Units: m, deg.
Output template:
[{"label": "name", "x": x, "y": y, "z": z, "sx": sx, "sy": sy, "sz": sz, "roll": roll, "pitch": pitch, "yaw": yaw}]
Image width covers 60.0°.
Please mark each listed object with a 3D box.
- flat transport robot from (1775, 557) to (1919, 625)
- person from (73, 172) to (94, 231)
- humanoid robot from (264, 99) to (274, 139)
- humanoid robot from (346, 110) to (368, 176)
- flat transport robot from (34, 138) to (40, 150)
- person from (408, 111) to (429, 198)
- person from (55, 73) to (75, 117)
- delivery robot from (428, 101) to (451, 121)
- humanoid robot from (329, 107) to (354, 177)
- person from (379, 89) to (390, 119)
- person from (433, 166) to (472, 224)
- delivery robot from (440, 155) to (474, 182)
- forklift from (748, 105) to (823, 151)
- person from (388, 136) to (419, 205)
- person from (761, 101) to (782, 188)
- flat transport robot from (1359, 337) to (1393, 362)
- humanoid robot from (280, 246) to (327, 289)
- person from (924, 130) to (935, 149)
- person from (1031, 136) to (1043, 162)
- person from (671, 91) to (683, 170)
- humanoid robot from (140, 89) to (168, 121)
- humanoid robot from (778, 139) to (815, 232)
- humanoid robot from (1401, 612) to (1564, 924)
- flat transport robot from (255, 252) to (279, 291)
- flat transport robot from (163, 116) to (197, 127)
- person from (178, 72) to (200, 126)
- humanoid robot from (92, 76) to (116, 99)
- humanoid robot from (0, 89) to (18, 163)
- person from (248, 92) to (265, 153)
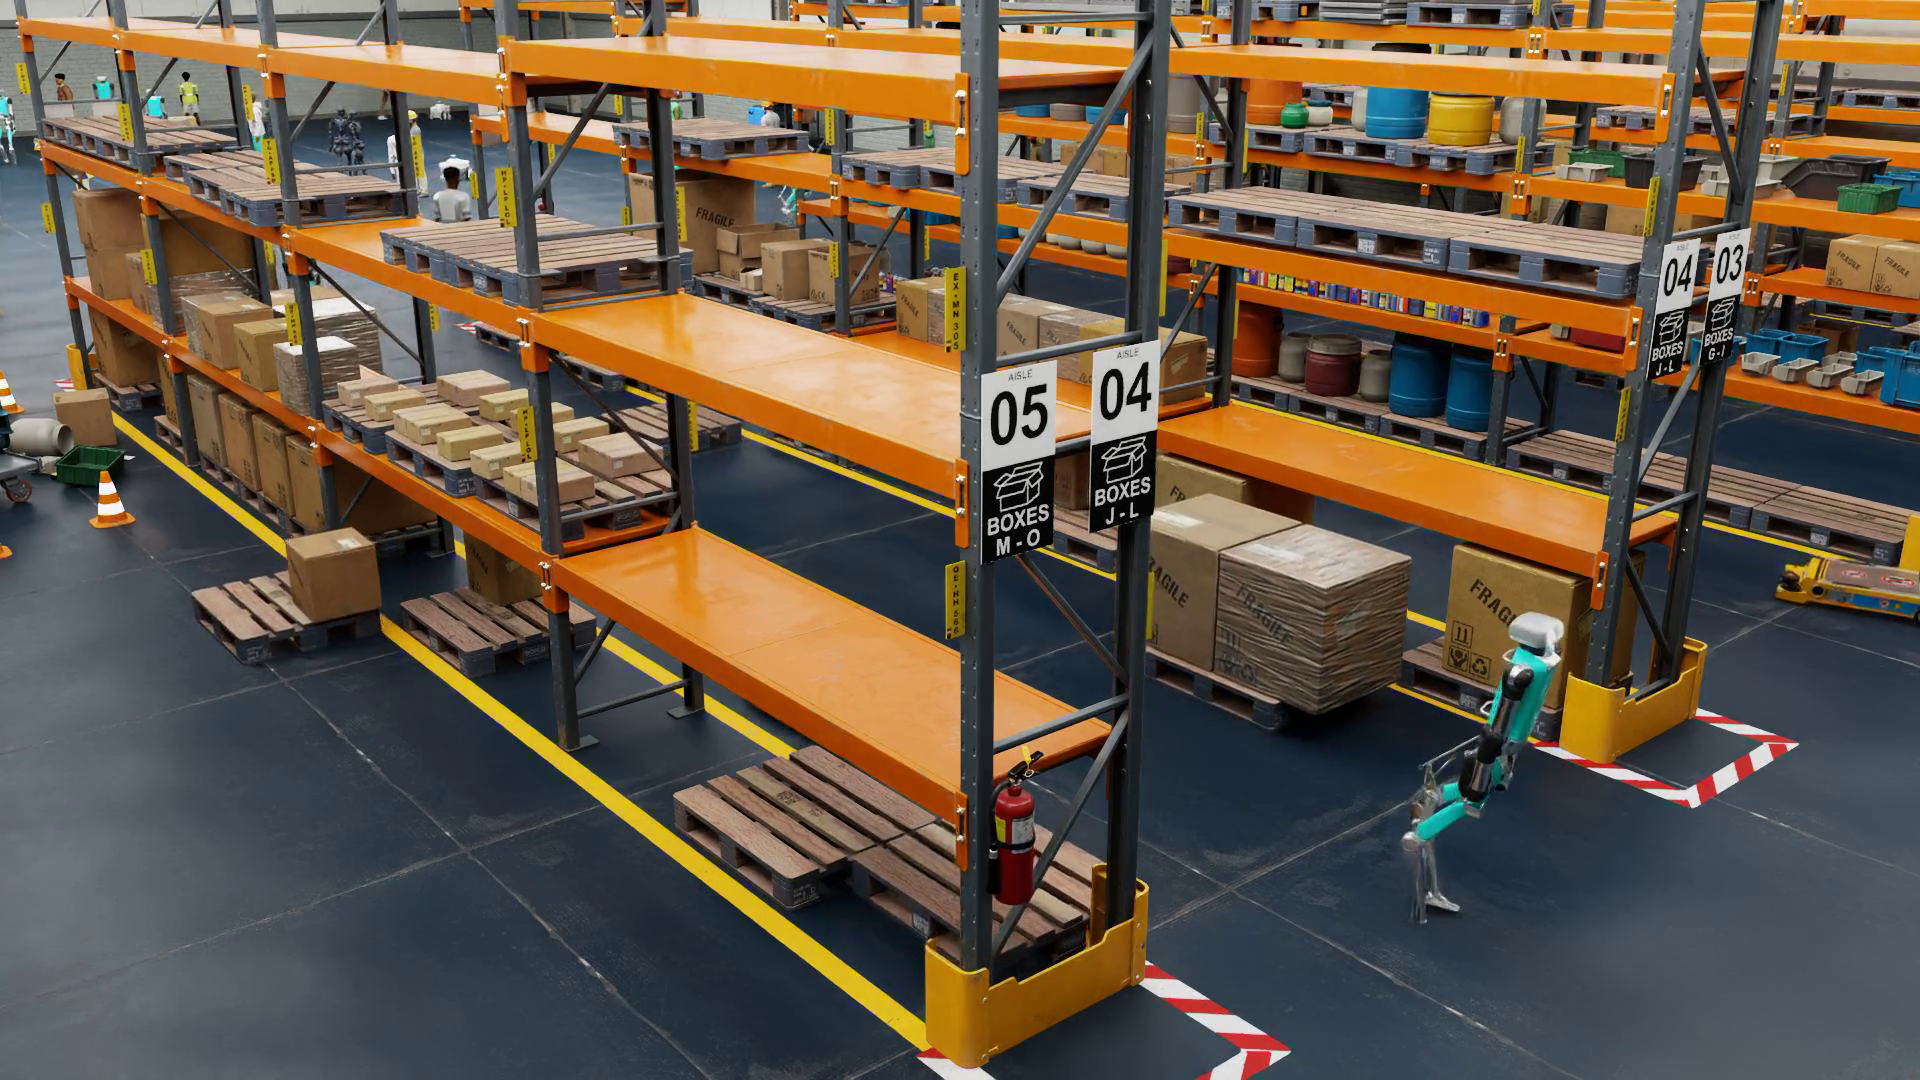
[{"label": "flat transport robot", "x": 7.102, "y": 0.404, "z": 12.787, "sx": 1.431, "sy": 0.231, "sz": 0.659, "roll": 11, "pitch": 22, "yaw": 29}, {"label": "person", "x": -15.817, "y": -6.483, "z": 29.943, "sx": 0.401, "sy": 1.893, "sz": 0.517, "roll": -11, "pitch": 22, "yaw": -28}, {"label": "humanoid robot", "x": -15.891, "y": -9.393, "z": 38.555, "sx": 0.533, "sy": 1.637, "sz": 0.609, "roll": 3, "pitch": 20, "yaw": 8}, {"label": "humanoid robot", "x": -12.951, "y": -8.367, "z": 35.645, "sx": 0.595, "sy": 1.641, "sz": 0.599, "roll": -3, "pitch": 20, "yaw": -10}, {"label": "flat transport robot", "x": -23.746, "y": -10.325, "z": 43.320, "sx": 0.659, "sy": 0.231, "sz": 1.431, "roll": -10, "pitch": 22, "yaw": -26}, {"label": "person", "x": -11.240, "y": -7.973, "z": 34.376, "sx": 0.321, "sy": 1.763, "sz": 0.523, "roll": -9, "pitch": 21, "yaw": -25}, {"label": "person", "x": -23.630, "y": -11.413, "z": 44.025, "sx": 0.786, "sy": 1.856, "sz": 0.402, "roll": 17, "pitch": 26, "yaw": 40}, {"label": "delivery robot", "x": -15.820, "y": -13.024, "z": 50.592, "sx": 0.525, "sy": 0.609, "sz": 0.780, "roll": 2, "pitch": 20, "yaw": 7}, {"label": "humanoid robot", "x": -13.661, "y": -8.733, "z": 36.764, "sx": 0.595, "sy": 1.638, "sz": 0.787, "roll": -3, "pitch": 20, "yaw": -9}, {"label": "person", "x": -17.384, "y": -13.789, "z": 50.825, "sx": 0.983, "sy": 1.823, "sz": 0.600, "roll": -13, "pitch": 23, "yaw": -32}, {"label": "person", "x": -7.191, "y": -4.367, "z": 23.823, "sx": 0.628, "sy": 1.951, "sz": 0.435, "roll": 6, "pitch": 20, "yaw": 17}, {"label": "delivery robot", "x": -11.240, "y": -8.263, "z": 37.050, "sx": 0.499, "sy": 0.614, "sz": 0.815, "roll": 7, "pitch": 21, "yaw": 19}, {"label": "forklift", "x": -4.526, "y": -11.368, "z": 42.374, "sx": 1.129, "sy": 2.768, "sz": 1.873, "roll": -15, "pitch": 24, "yaw": -37}, {"label": "person", "x": -10.431, "y": -6.963, "z": 31.318, "sx": 0.583, "sy": 1.882, "sz": 0.345, "roll": -12, "pitch": 22, "yaw": -30}, {"label": "person", "x": -4.080, "y": -8.549, "z": 35.827, "sx": 0.400, "sy": 1.886, "sz": 0.580, "roll": 15, "pitch": 24, "yaw": 37}, {"label": "flat transport robot", "x": 5.064, "y": -2.212, "z": 20.233, "sx": 0.659, "sy": 0.231, "sz": 1.431, "roll": -13, "pitch": 23, "yaw": -33}, {"label": "humanoid robot", "x": -8.006, "y": -3.131, "z": 20.642, "sx": 0.669, "sy": 1.808, "sz": 0.531, "roll": 7, "pitch": 20, "yaw": 18}, {"label": "person", "x": -0.664, "y": -7.405, "z": 32.806, "sx": 0.326, "sy": 1.735, "sz": 0.471, "roll": 18, "pitch": 26, "yaw": 41}, {"label": "person", "x": 1.428, "y": -6.829, "z": 31.151, "sx": 0.419, "sy": 1.735, "sz": 0.655, "roll": -9, "pitch": 21, "yaw": -23}, {"label": "person", "x": -6.473, "y": -9.334, "z": 37.945, "sx": 0.400, "sy": 1.970, "sz": 0.479, "roll": -6, "pitch": 20, "yaw": -18}, {"label": "humanoid robot", "x": -19.368, "y": -9.943, "z": 40.008, "sx": 0.553, "sy": 1.778, "sz": 0.674, "roll": -15, "pitch": 24, "yaw": -37}, {"label": "humanoid robot", "x": -2.982, "y": -6.218, "z": 29.559, "sx": 0.780, "sy": 1.891, "sz": 0.553, "roll": -15, "pitch": 24, "yaw": -36}, {"label": "humanoid robot", "x": 2.550, "y": 1.173, "z": 8.462, "sx": 0.818, "sy": 1.806, "sz": 0.534, "roll": 14, "pitch": 24, "yaw": 34}, {"label": "flat transport robot", "x": -9.107, "y": -2.488, "z": 21.018, "sx": 1.431, "sy": 0.231, "sz": 0.659, "roll": -6, "pitch": 20, "yaw": -17}, {"label": "flat transport robot", "x": -19.551, "y": -9.726, "z": 41.618, "sx": 1.431, "sy": 0.231, "sz": 0.659, "roll": -6, "pitch": 20, "yaw": -15}, {"label": "person", "x": -21.659, "y": -12.296, "z": 46.774, "sx": 0.536, "sy": 1.696, "sz": 0.318, "roll": -13, "pitch": 23, "yaw": -33}, {"label": "humanoid robot", "x": -22.761, "y": -11.489, "z": 44.457, "sx": 0.550, "sy": 1.791, "sz": 0.750, "roll": -5, "pitch": 20, "yaw": -14}, {"label": "humanoid robot", "x": -22.827, "y": -9.811, "z": 39.683, "sx": 0.541, "sy": 1.800, "sz": 0.827, "roll": -9, "pitch": 21, "yaw": -23}, {"label": "person", "x": -15.790, "y": -9.091, "z": 37.350, "sx": 0.351, "sy": 1.909, "sz": 0.506, "roll": -9, "pitch": 21, "yaw": -24}]
